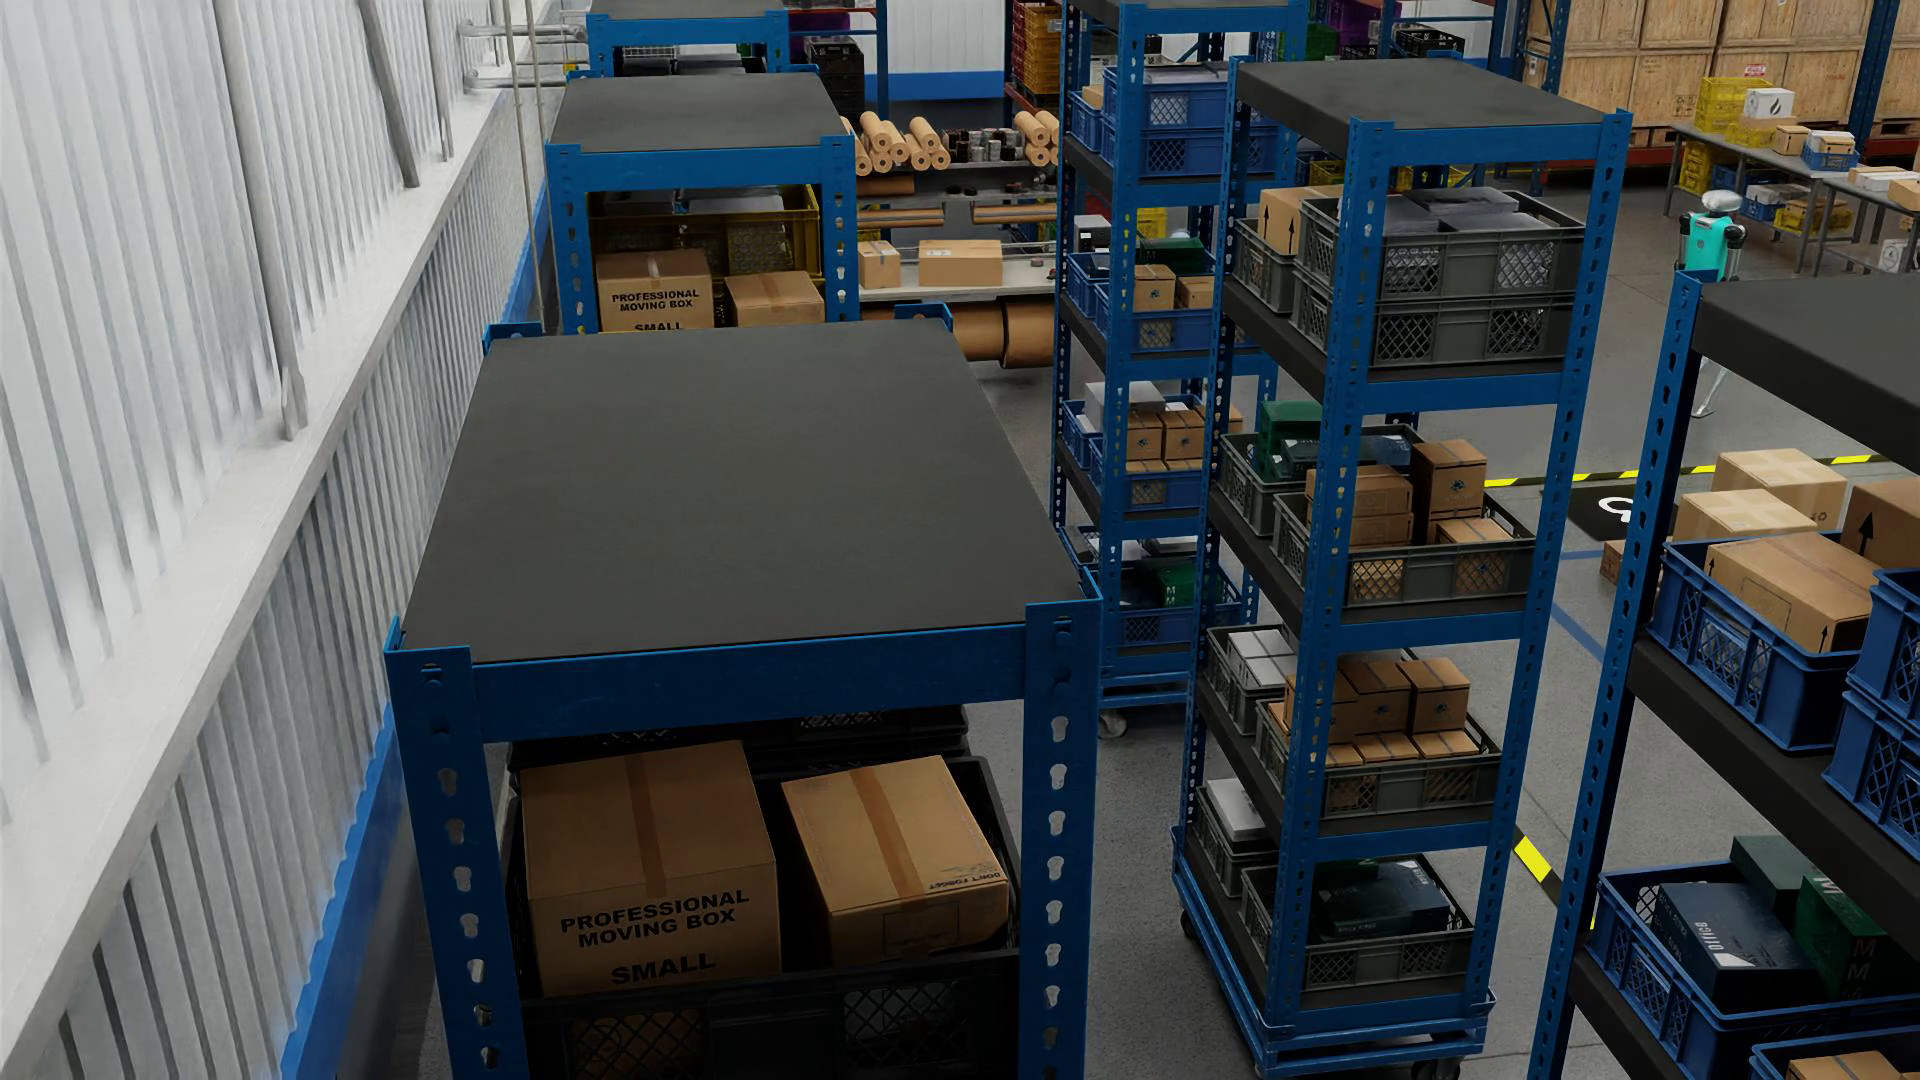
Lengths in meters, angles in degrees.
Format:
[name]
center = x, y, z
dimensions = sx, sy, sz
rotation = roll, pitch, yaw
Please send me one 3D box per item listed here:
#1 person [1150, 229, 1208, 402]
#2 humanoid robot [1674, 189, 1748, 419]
[person]
center = 1.398, -1.109, 10.821
dimensions = 0.587, 1.848, 0.396
rotation = -4, 25, -8
[humanoid robot]
center = 5.563, -1.734, 12.156
dimensions = 0.735, 1.673, 0.533
rotation = -12, 27, -24
